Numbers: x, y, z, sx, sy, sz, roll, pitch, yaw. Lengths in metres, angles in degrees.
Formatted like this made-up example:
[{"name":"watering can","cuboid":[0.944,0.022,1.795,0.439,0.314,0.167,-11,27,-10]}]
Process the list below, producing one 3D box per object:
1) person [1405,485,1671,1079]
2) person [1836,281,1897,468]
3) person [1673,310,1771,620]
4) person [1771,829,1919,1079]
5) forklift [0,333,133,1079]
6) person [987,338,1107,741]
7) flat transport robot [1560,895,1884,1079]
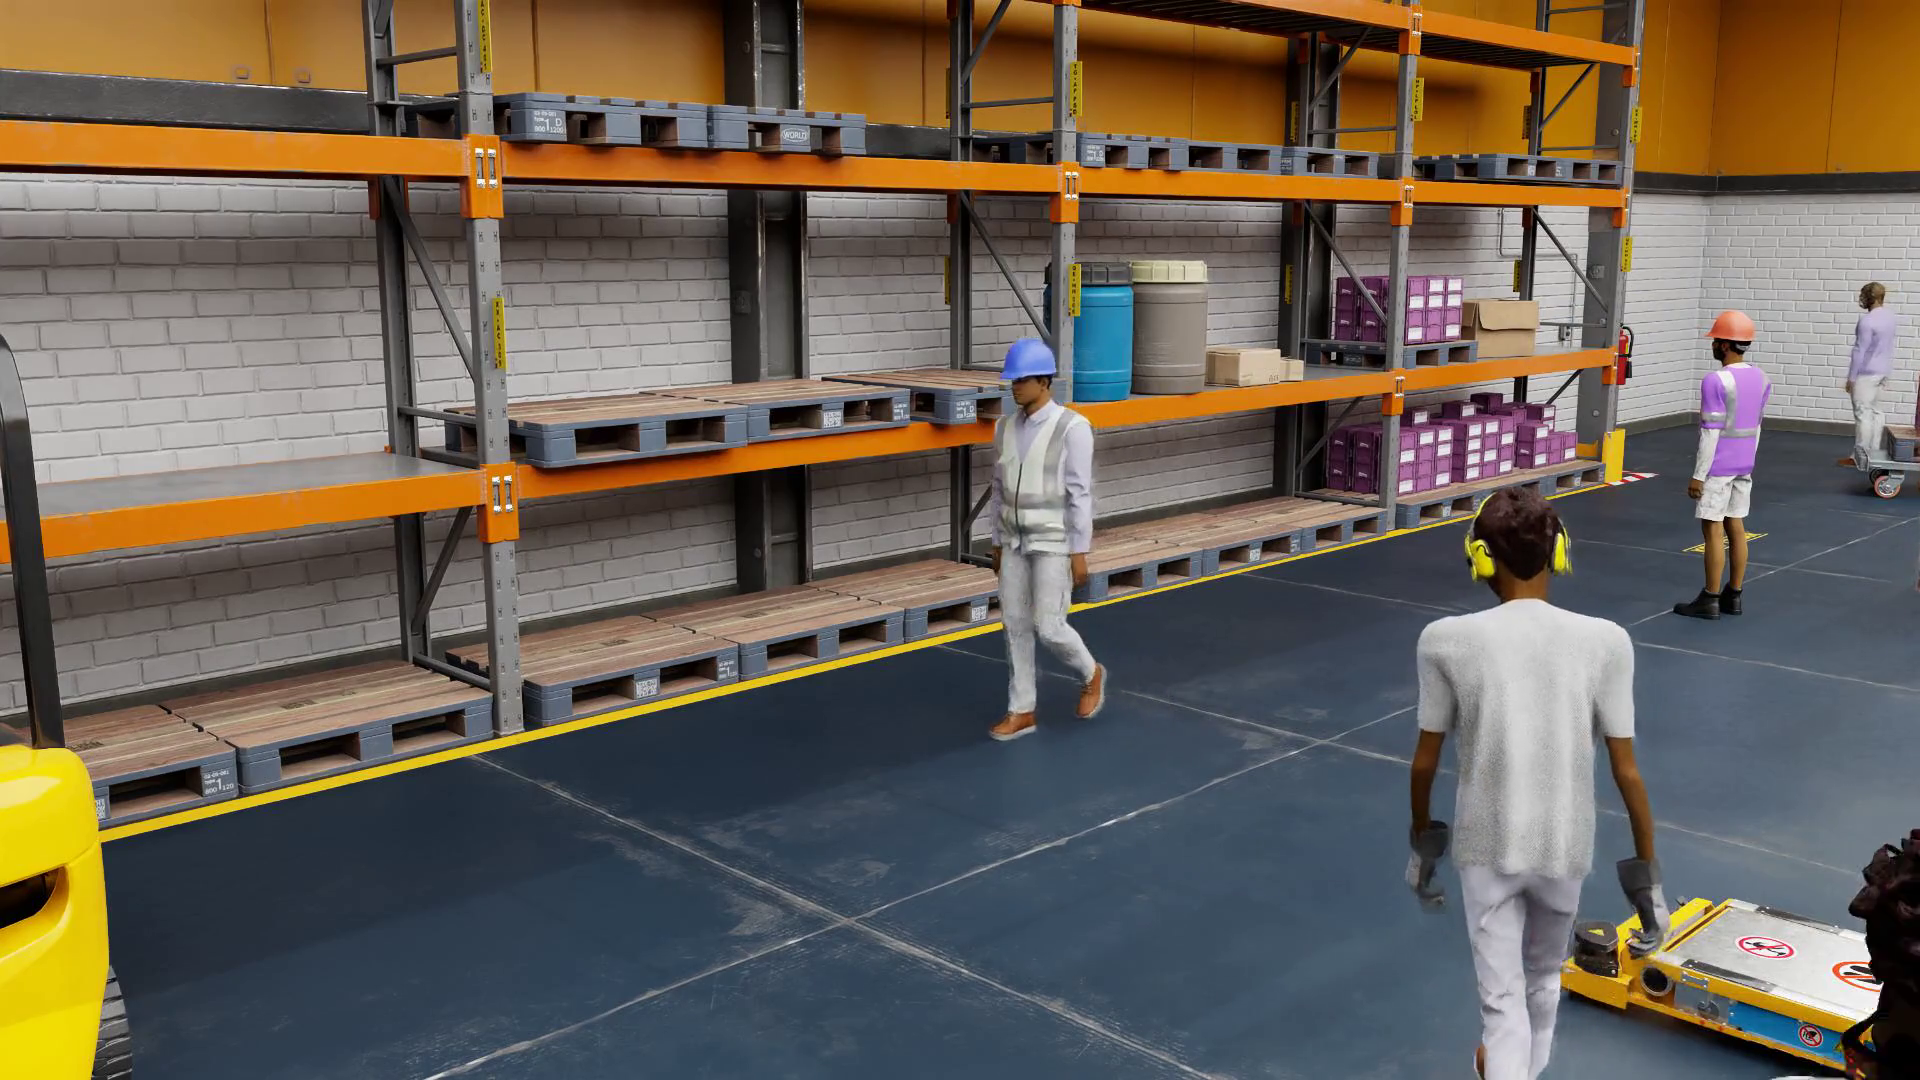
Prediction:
[{"name":"person","cuboid":[1.390,0.772,4.072,0.577,1.807,0.975,1,10,7]},{"name":"person","cuboid":[9.399,-1.698,17.209,0.637,1.933,0.398,-8,13,-37]},{"name":"person","cuboid":[4.790,-0.465,10.453,0.545,1.942,0.354,-6,12,-31]},{"name":"person","cuboid":[0.795,1.181,1.485,0.885,1.929,0.640,-5,12,-26]},{"name":"forklift","cuboid":[-3.289,0.485,4.582,1.214,2.155,2.313,-10,14,-44]},{"name":"person","cuboid":[0.406,0.000,7.951,0.627,1.927,0.558,10,14,44]},{"name":"flat transport robot","cuboid":[2.633,1.374,4.980,0.652,0.197,1.431,-10,15,-44]}]
